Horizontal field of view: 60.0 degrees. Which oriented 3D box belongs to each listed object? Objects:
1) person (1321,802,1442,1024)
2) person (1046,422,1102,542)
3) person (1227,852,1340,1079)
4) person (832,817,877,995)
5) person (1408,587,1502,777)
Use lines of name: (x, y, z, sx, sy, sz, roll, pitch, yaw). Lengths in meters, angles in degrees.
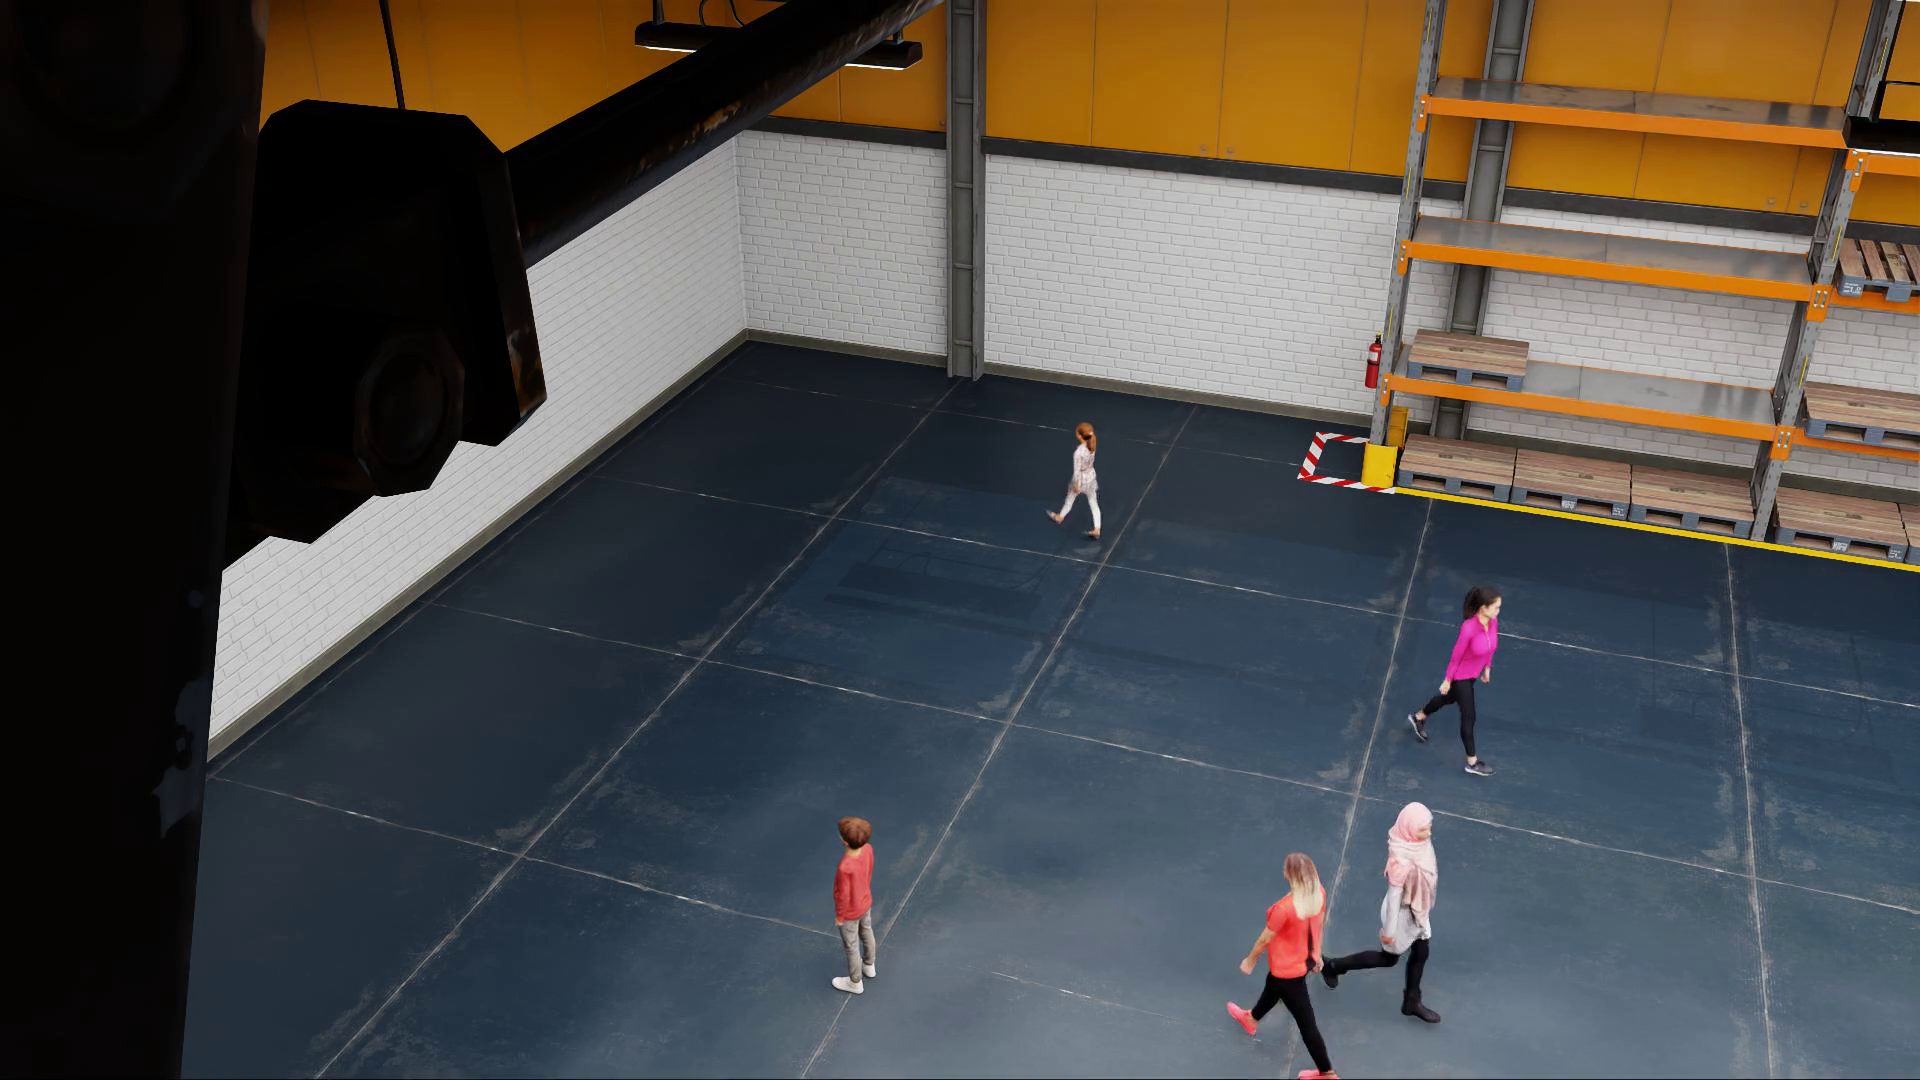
person: (2.850, 2.465, 11.054, 1.129, 1.777, 0.741, 13, 31, 23)
person: (1.338, -0.580, 17.167, 1.001, 1.268, 0.782, 25, 37, 38)
person: (2.202, 2.778, 10.617, 0.972, 1.646, 1.250, -25, 37, -38)
person: (-0.714, 2.484, 11.395, 0.536, 1.417, 0.549, 15, 32, 26)
person: (4.077, 1.078, 13.720, 0.994, 1.658, 1.238, -20, 34, -32)
